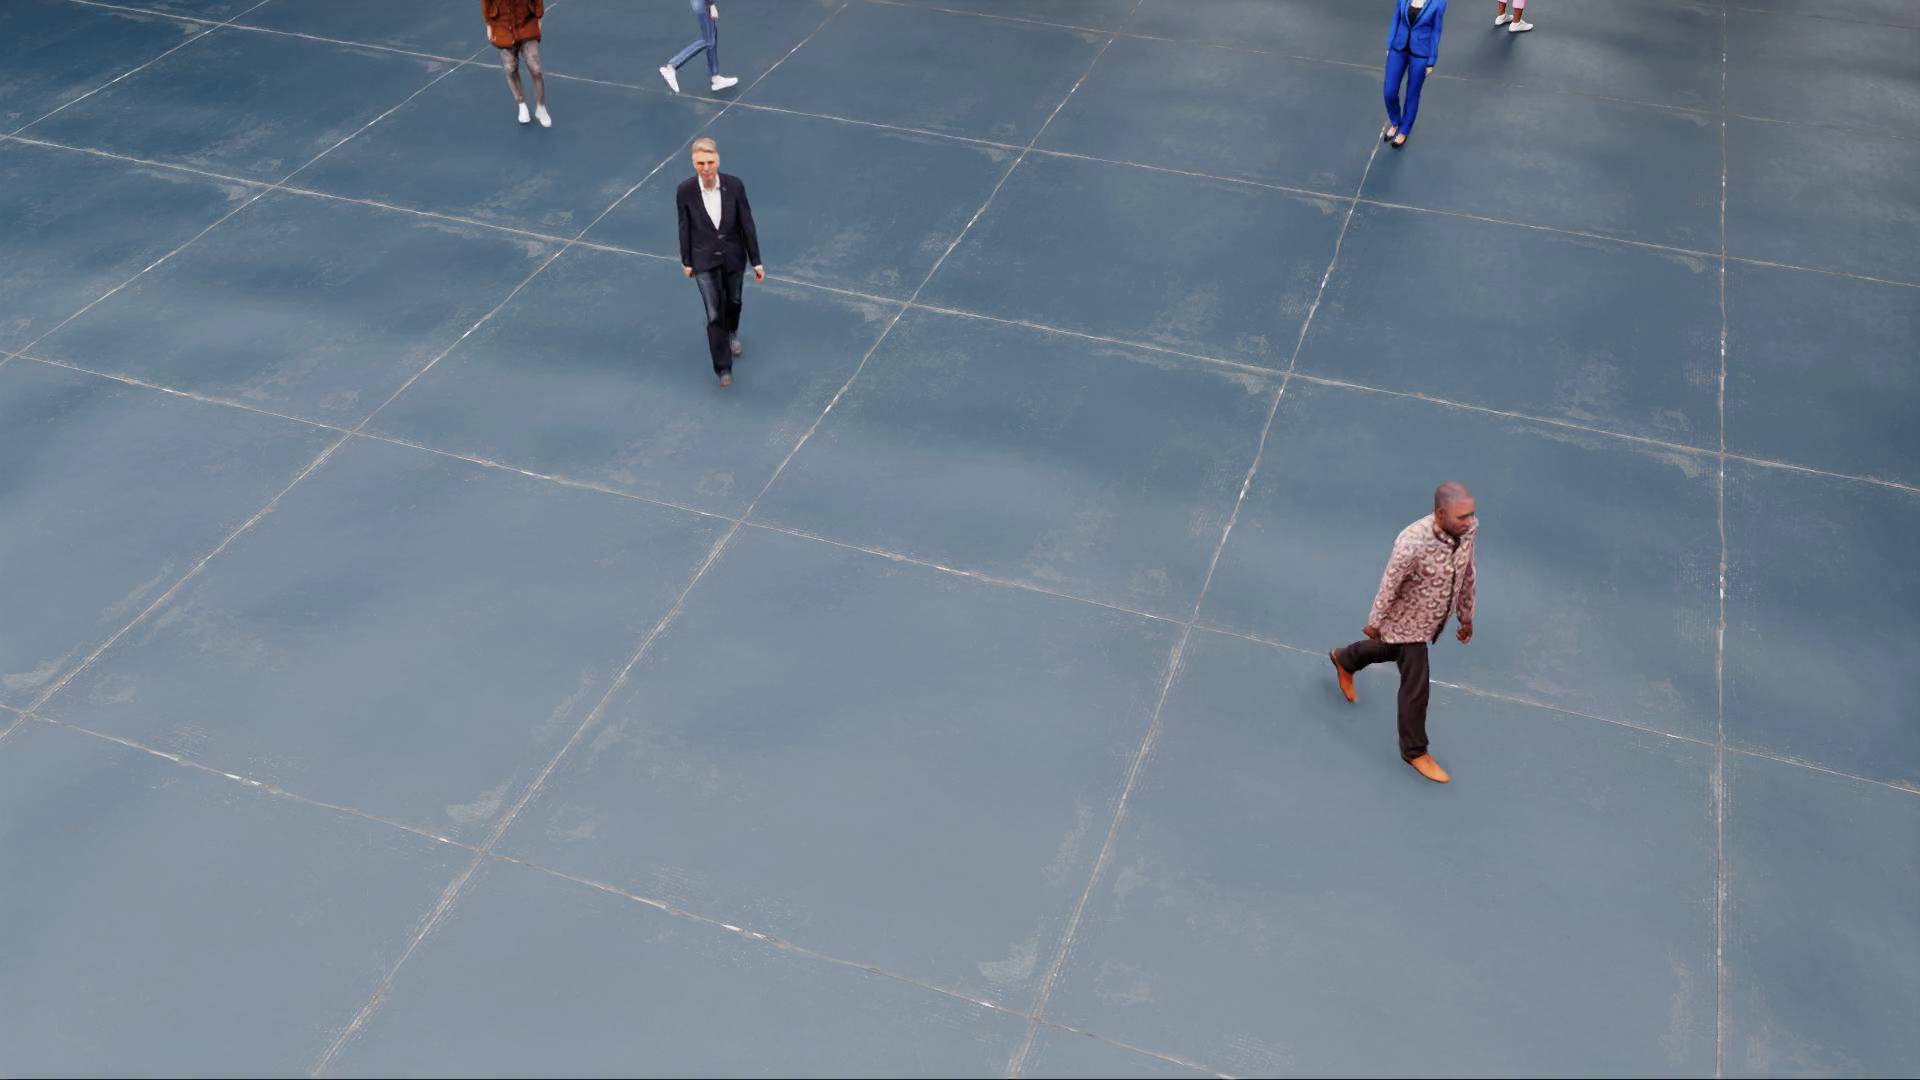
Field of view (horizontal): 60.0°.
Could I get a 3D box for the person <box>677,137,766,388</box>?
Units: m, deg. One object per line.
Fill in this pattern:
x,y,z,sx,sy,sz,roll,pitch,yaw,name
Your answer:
-1.710,-2.050,11.842,1.107,1.771,1.263,-9,39,-11,person

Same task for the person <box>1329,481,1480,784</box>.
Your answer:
2.334,0.342,8.779,1.251,1.777,1.155,-24,44,-28,person

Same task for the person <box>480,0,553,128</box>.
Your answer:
-4.084,-4.714,15.206,0.871,1.821,0.921,-8,39,-11,person

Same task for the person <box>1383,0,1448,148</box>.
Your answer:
4.070,-4.362,14.862,0.692,1.692,0.634,21,43,25,person

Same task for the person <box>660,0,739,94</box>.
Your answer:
-2.514,-5.029,15.649,1.062,1.772,0.996,-17,41,-20,person

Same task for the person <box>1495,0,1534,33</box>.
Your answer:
5.821,-6.138,17.089,0.704,1.744,0.652,-18,41,-21,person
